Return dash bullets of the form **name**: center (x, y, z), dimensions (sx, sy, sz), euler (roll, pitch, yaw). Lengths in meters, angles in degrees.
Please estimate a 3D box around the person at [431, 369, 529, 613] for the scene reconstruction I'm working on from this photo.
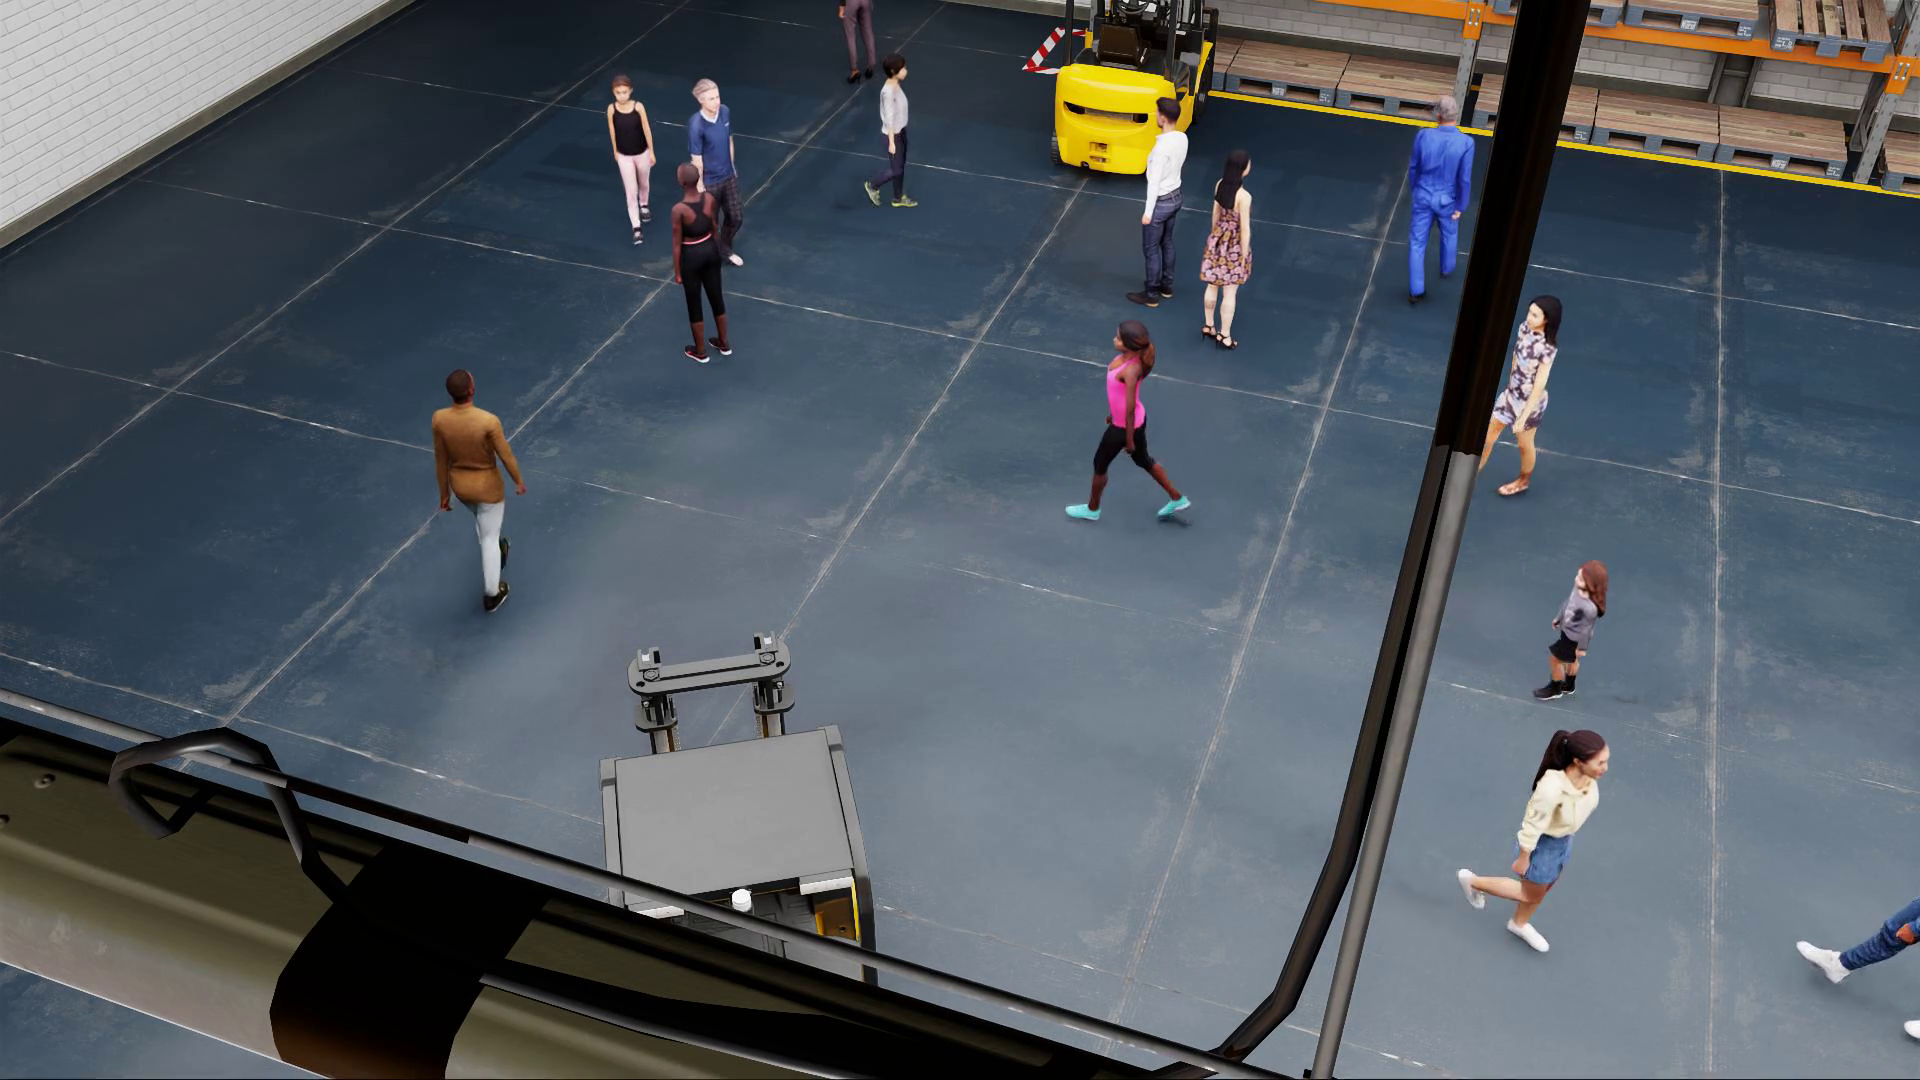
- **person**: center (-3.242, -0.285, 11.093), dimensions (0.960, 1.792, 0.886), euler (4, 39, 4)

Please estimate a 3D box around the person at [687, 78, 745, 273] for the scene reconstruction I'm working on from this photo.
- **person**: center (-2.198, -3.227, 14.728), dimensions (0.765, 1.853, 0.761), euler (27, 46, 29)

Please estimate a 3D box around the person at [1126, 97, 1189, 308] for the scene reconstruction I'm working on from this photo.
- **person**: center (1.761, -2.898, 14.310), dimensions (0.684, 1.861, 0.684), euler (24, 45, 27)

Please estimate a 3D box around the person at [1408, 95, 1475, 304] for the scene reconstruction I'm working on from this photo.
- **person**: center (4.072, -2.893, 14.362), dimensions (0.968, 1.788, 0.789), euler (16, 41, 19)

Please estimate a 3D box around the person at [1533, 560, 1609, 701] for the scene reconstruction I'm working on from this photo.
- **person**: center (3.972, 0.571, 10.576), dimensions (0.560, 1.099, 0.521), euler (5, 39, 6)

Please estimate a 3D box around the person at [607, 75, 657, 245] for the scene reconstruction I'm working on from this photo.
- **person**: center (-3.029, -3.594, 15.453), dimensions (1.022, 1.523, 0.959), euler (-8, 39, -10)

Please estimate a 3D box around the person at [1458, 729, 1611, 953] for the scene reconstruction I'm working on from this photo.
- **person**: center (3.076, 1.571, 8.906), dimensions (0.923, 1.621, 0.826), euler (30, 47, 32)

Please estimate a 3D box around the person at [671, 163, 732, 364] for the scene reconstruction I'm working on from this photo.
- **person**: center (-2.114, -2.271, 13.606), dimensions (0.679, 1.759, 0.699), euler (-28, 46, -30)

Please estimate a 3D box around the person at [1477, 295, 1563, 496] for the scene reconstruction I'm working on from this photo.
- **person**: center (4.162, -1.010, 12.069), dimensions (1.073, 1.707, 0.964), euler (-11, 40, -13)

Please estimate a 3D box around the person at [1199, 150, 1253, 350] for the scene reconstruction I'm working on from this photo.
- **person**: center (2.224, -2.399, 13.755), dimensions (0.866, 1.773, 0.796), euler (-21, 43, -24)

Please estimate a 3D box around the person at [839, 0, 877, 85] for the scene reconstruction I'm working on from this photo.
- **person**: center (-1.122, -5.798, 18.095), dimensions (0.689, 1.669, 0.717), euler (-23, 44, -27)

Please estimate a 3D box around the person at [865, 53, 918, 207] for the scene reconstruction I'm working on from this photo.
- **person**: center (-0.691, -3.859, 15.768), dimensions (0.755, 1.543, 0.628), euler (7, 39, 9)

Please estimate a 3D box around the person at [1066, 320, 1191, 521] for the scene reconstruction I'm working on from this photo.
- **person**: center (1.283, -0.811, 11.835), dimensions (1.147, 1.687, 0.649), euler (8, 39, 10)
